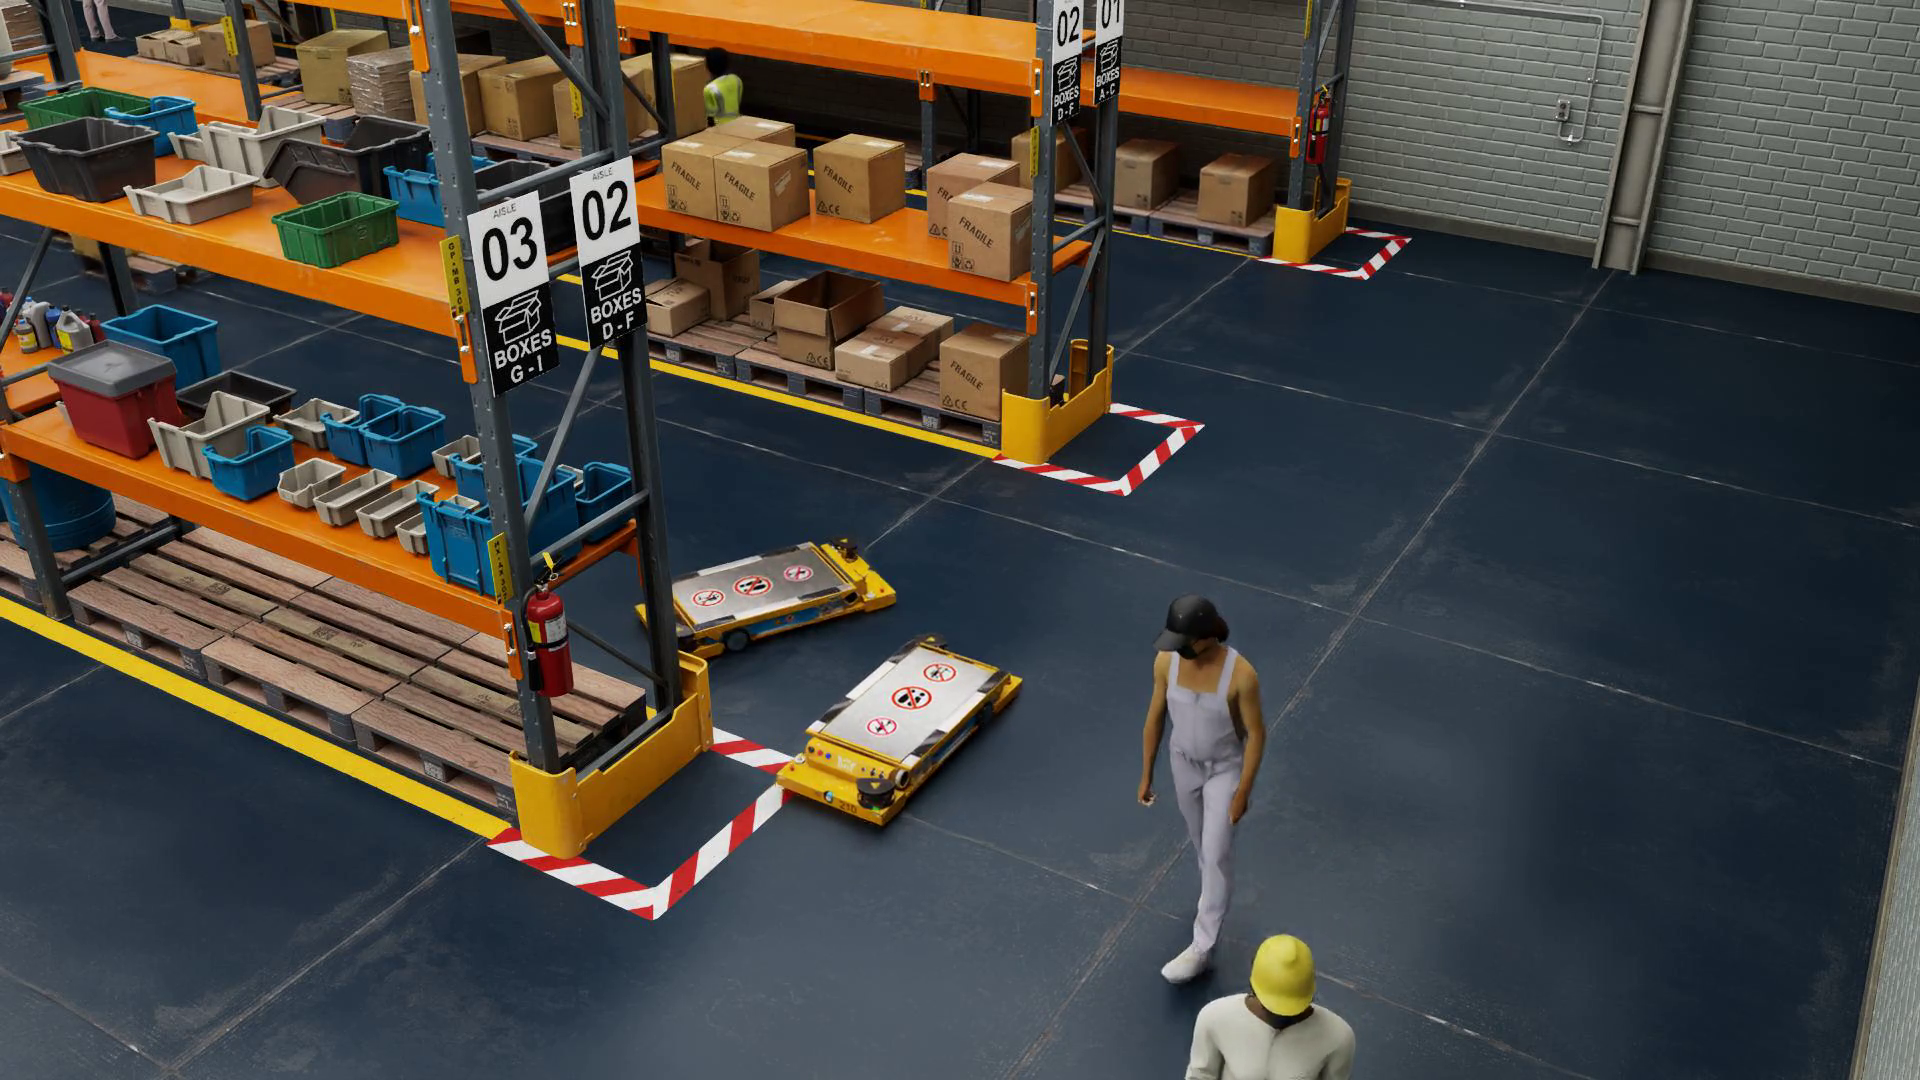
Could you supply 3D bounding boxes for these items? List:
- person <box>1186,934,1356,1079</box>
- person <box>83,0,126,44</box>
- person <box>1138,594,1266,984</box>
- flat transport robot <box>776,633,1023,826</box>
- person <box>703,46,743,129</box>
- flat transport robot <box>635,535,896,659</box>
[{"bbox_3d":[1.017,1.966,5.602,0.530,1.722,0.906,8,30,14],"label":"person"},{"bbox_3d":[-12.094,-7.844,23.087,0.569,1.844,0.381,9,30,16],"label":"person"},{"bbox_3d":[1.043,1.024,7.223,0.516,1.805,0.850,19,34,30],"label":"person"},{"bbox_3d":[-0.295,0.976,8.883,0.659,0.231,1.431,16,33,27],"label":"flat transport robot"},{"bbox_3d":[-2.267,-3.994,16.341,0.655,1.677,0.534,20,35,31],"label":"person"},{"bbox_3d":[-1.166,0.347,10.011,1.431,0.231,0.659,-15,33,-25],"label":"flat transport robot"}]
